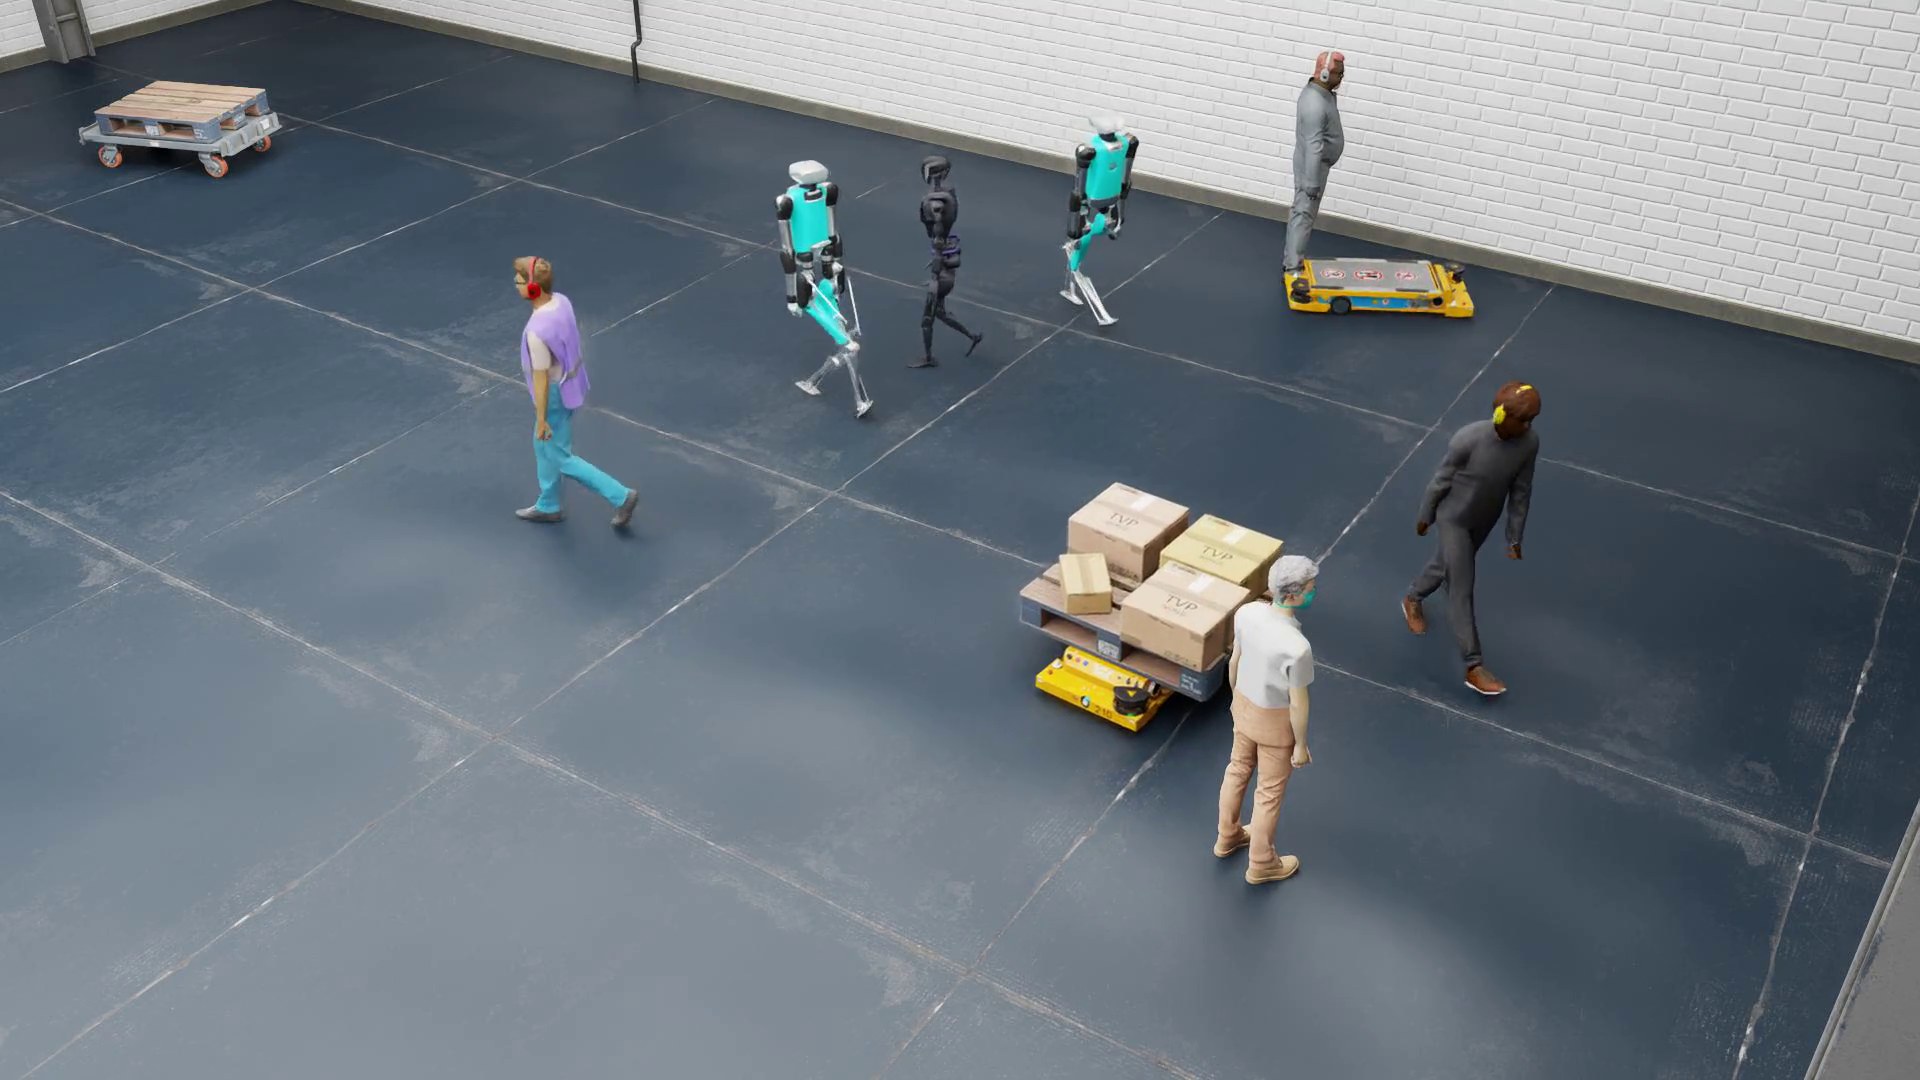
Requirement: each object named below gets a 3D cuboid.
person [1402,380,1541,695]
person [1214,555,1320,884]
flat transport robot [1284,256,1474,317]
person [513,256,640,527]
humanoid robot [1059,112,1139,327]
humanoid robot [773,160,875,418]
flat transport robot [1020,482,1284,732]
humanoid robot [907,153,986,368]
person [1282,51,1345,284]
[{"bbox_3d":[2.779,-0.096,8.998,0.495,1.798,0.991,-10,34,-15],"label":"person"},{"bbox_3d":[1.413,0.819,7.619,0.303,1.739,0.493,-19,37,-27],"label":"person"},{"bbox_3d":[3.370,-2.041,13.431,1.431,0.231,0.659,3,33,4],"label":"flat transport robot"},{"bbox_3d":[-2.436,-0.874,10.182,0.776,1.817,0.574,1,33,1],"label":"person"},{"bbox_3d":[0.952,-2.484,12.761,0.531,1.721,1.032,-19,37,-27],"label":"humanoid robot"},{"bbox_3d":[-0.813,-1.685,11.558,0.991,1.768,0.555,27,41,35],"label":"humanoid robot"},{"bbox_3d":[1.099,0.542,9.414,0.659,0.231,1.431,22,39,30],"label":"flat transport robot"},{"bbox_3d":[-0.102,-2.005,12.091,0.584,1.638,0.611,0,33,0],"label":"humanoid robot"},{"bbox_3d":[2.863,-2.984,13.389,0.405,1.904,0.650,5,33,8],"label":"person"}]
